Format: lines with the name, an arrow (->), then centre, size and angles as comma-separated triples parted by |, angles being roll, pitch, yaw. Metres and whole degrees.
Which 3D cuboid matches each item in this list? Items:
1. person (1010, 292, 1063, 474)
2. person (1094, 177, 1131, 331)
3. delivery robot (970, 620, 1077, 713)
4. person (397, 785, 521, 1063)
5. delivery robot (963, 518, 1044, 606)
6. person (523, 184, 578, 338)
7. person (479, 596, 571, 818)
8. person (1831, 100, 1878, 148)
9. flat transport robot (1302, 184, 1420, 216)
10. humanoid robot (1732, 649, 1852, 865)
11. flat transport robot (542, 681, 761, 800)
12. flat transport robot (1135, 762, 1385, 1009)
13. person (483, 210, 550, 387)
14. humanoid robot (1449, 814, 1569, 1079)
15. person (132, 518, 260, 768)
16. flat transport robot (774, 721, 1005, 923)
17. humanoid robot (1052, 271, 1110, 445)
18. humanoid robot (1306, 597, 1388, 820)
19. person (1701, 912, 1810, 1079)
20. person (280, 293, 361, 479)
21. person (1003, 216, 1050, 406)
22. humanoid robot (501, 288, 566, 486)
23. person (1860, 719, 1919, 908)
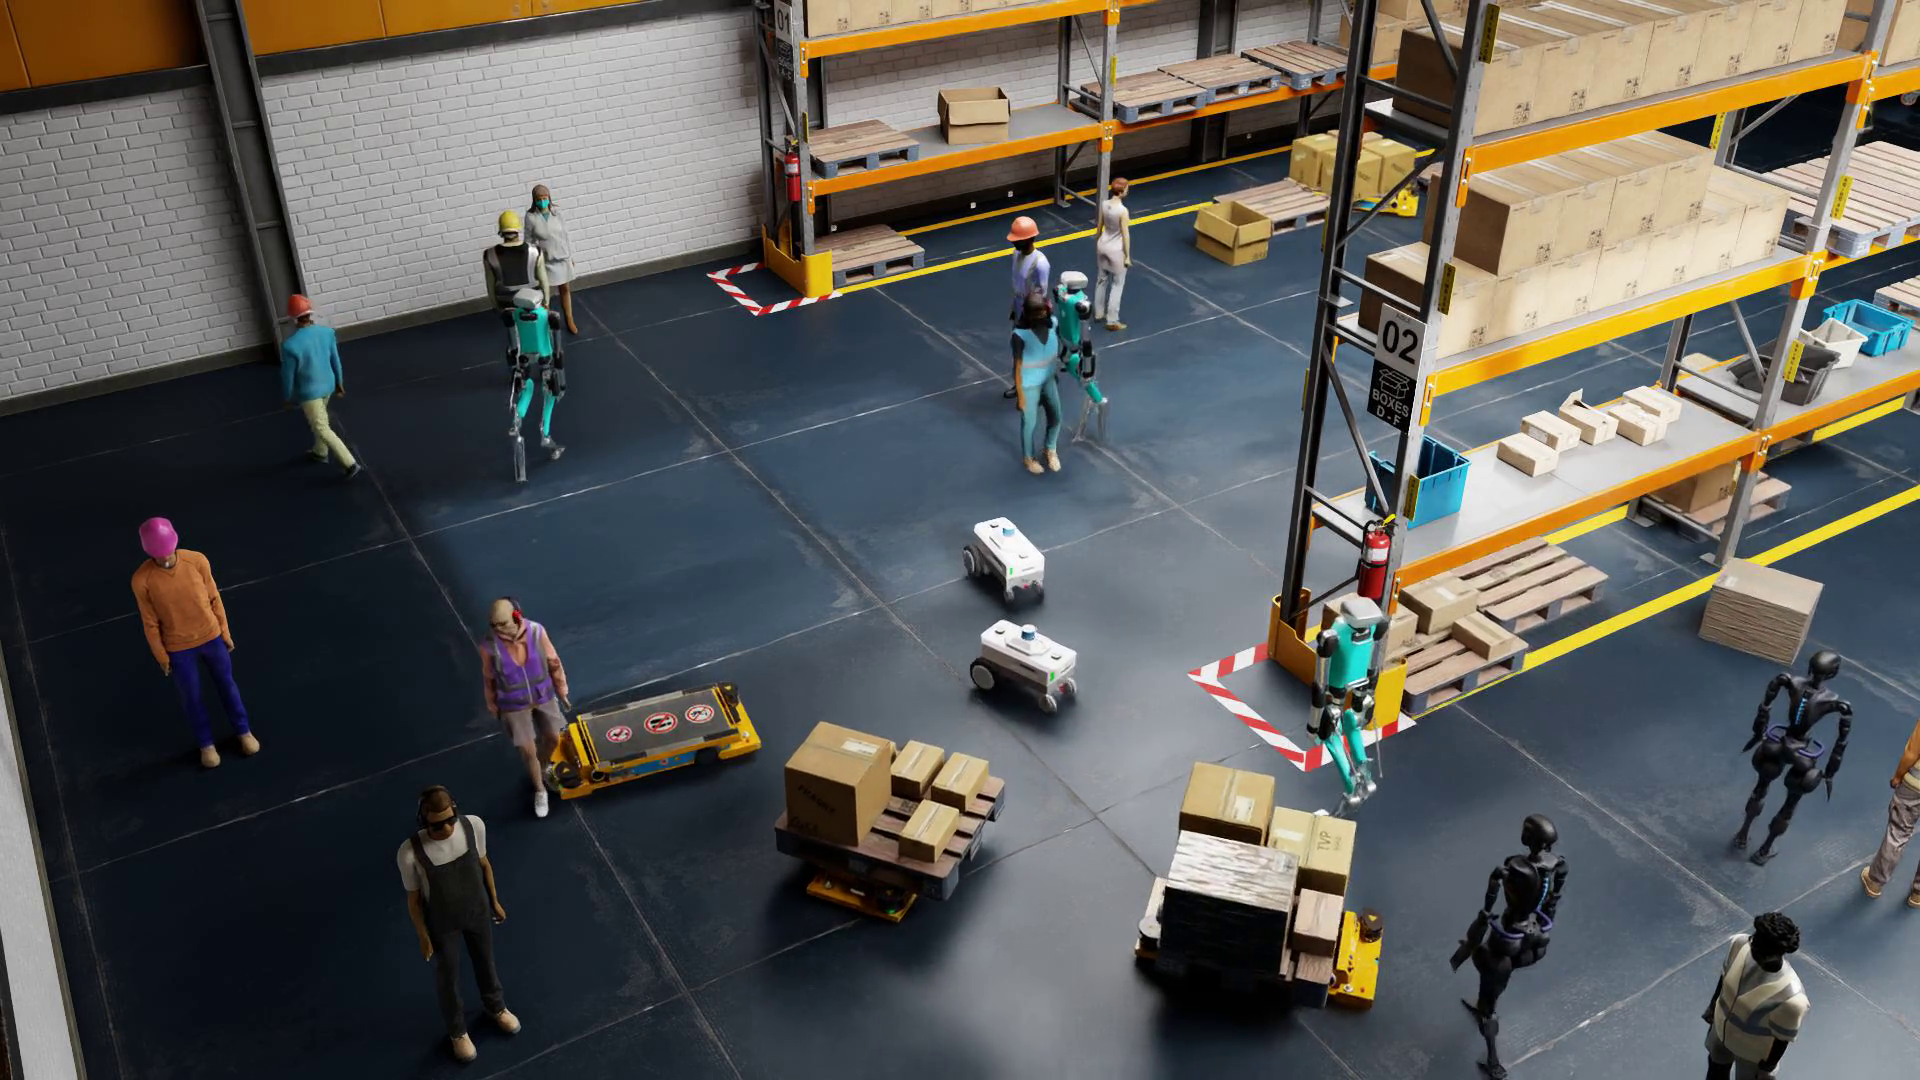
person -> 0.674, -1.396, 14.835 | 0.568, 1.833, 0.482 | -18, 36, -27
person -> 1.613, -3.041, 17.624 | 0.268, 1.659, 0.490 | -23, 39, -32
delivery robot -> 0.500, 0.890, 12.373 | 0.750, 0.570, 0.499 | 23, 39, 32
person -> -2.785, 2.100, 9.252 | 0.504, 1.846, 0.346 | -26, 40, -35
delivery robot -> 0.386, 0.134, 13.618 | 0.499, 0.613, 0.811 | -14, 35, -21
person -> -4.284, -2.909, 17.411 | 0.500, 1.659, 0.335 | -14, 35, -21
person -> -2.873, 1.077, 11.043 | 0.507, 1.645, 0.447 | -18, 36, -26
person -> 10.787, -4.749, 20.177 | 0.562, 1.841, 0.393 | -23, 39, -32
flat transport robot -> 5.055, -4.352, 21.025 | 1.431, 0.231, 0.659 | 8, 33, 13
humanoid robot -> 5.283, 1.372, 10.564 | 0.328, 1.650, 0.594 | -26, 41, -35
flat transport robot -> -2.199, 1.412, 11.832 | 1.431, 0.231, 0.659 | -13, 34, -19
flat transport robot -> 1.846, 2.426, 10.215 | 1.431, 0.231, 0.659 | 9, 33, 15
person -> -4.333, -2.358, 16.382 | 0.593, 1.828, 0.403 | -8, 33, -13
humanoid robot -> 3.044, 2.222, 9.251 | 0.627, 1.642, 0.612 | -11, 34, -17
person -> -5.266, 0.687, 11.392 | 0.515, 1.973, 0.401 | -22, 38, -31
flat transport robot -> -0.403, 1.921, 11.020 | 0.659, 0.231, 1.431 | 13, 34, 20
humanoid robot -> 1.224, -1.634, 15.403 | 0.726, 1.879, 0.534 | -16, 35, -23
humanoid robot -> 2.574, 1.260, 10.744 | 0.549, 1.856, 0.663 | -17, 36, -25
person -> 4.073, 2.577, 8.638 | 0.321, 1.693, 0.534 | -9, 33, -13
person -> -5.767, -1.384, 14.917 | 0.818, 1.722, 0.554 | 15, 35, 22
person -> 0.628, -2.197, 16.031 | 0.385, 1.929, 0.542 | -17, 36, -25
humanoid robot -> -3.834, -1.280, 14.806 | 0.536, 1.784, 1.039 | 4, 32, 6
person -> 6.003, 1.515, 10.244 | 0.463, 1.781, 0.305 | 14, 35, 20
